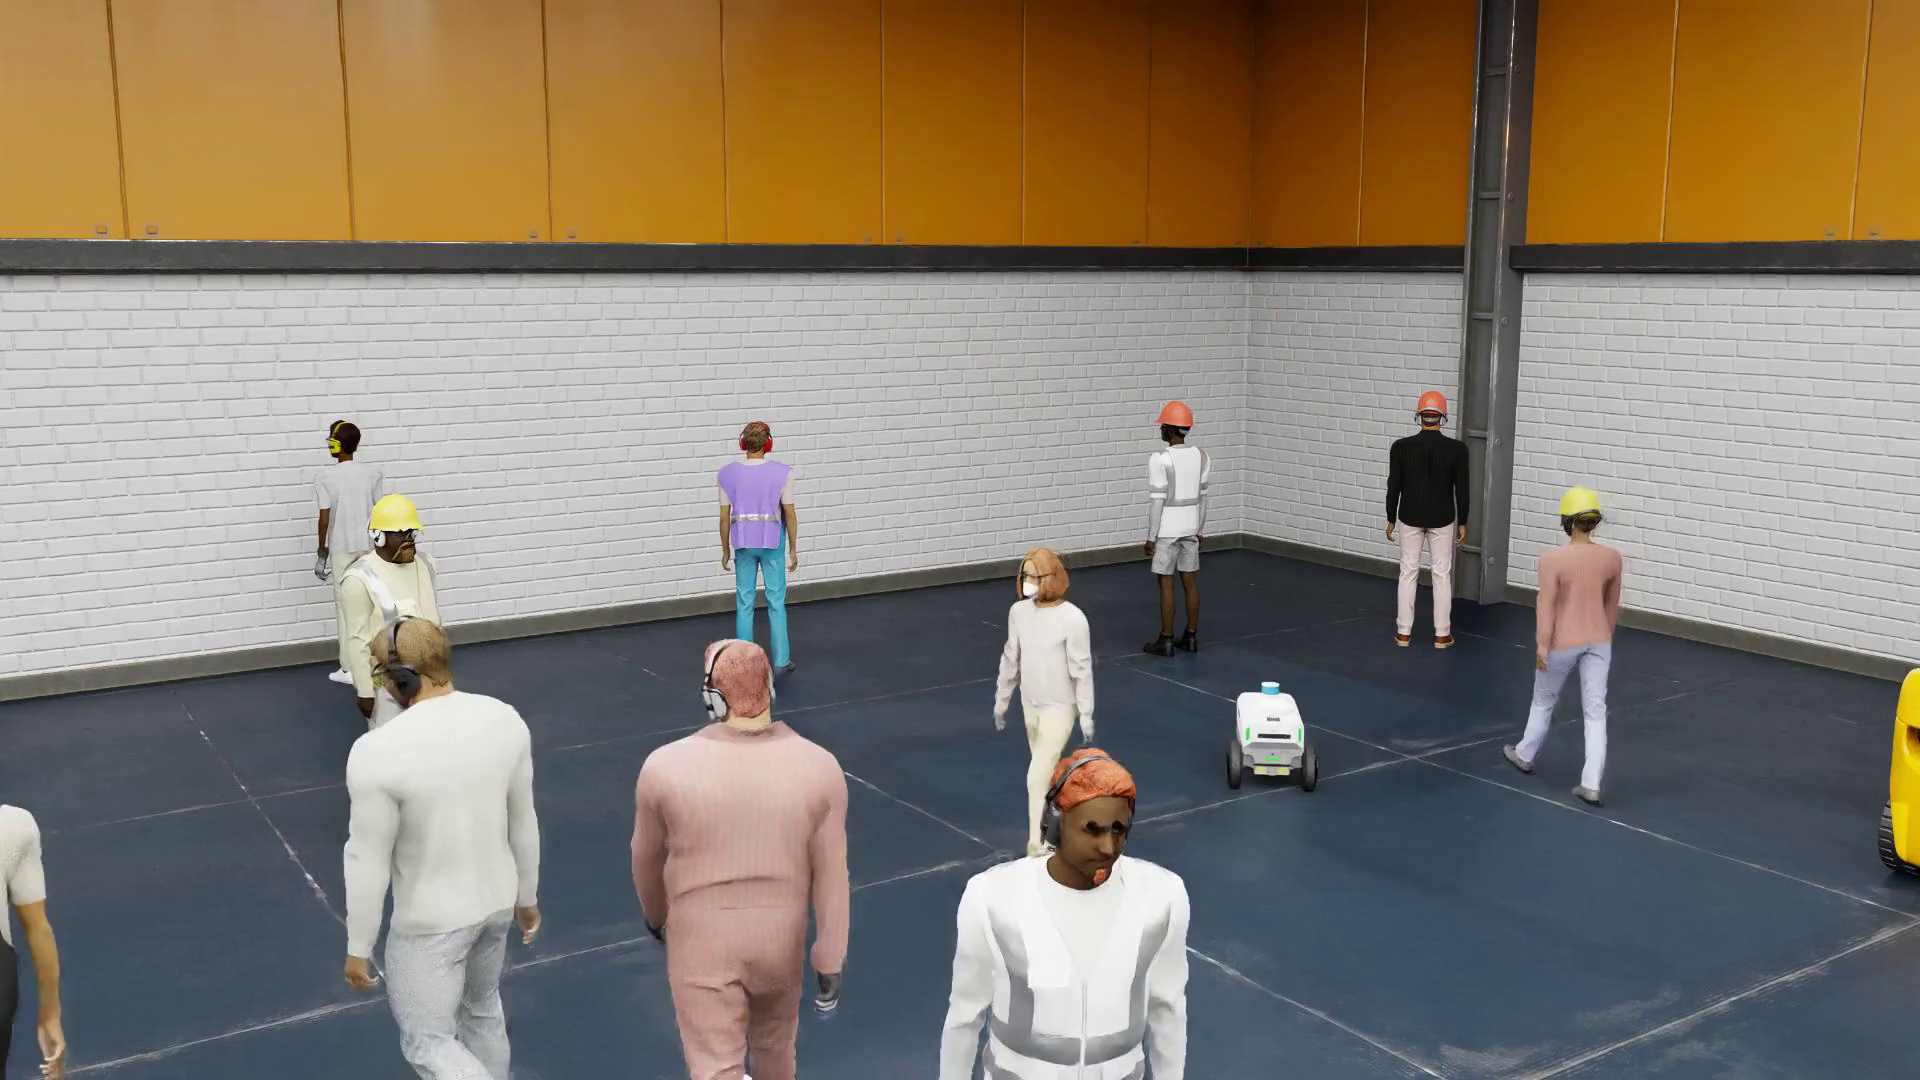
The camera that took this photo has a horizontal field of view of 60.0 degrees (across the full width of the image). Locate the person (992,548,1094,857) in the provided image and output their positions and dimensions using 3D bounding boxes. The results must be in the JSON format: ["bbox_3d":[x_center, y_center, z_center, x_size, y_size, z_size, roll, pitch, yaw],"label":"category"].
[{"bbox_3d":[0.344,0.844,7.980,0.644,1.609,0.532,-8,12,-39],"label":"person"}]

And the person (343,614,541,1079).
[{"bbox_3d":[-1.507,1.178,5.132,0.726,1.909,0.659,6,11,31],"label":"person"}]

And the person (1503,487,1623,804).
[{"bbox_3d":[3.424,0.559,9.373,0.543,1.720,0.888,-1,10,-9],"label":"person"}]

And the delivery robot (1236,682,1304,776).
[{"bbox_3d":[1.783,1.063,9.587,0.477,0.478,0.707,1,10,6],"label":"delivery robot"}]

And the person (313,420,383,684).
[{"bbox_3d":[-4.326,0.084,11.808,0.533,1.872,0.315,-9,13,-43],"label":"person"}]

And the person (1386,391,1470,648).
[{"bbox_3d":[3.621,-0.156,12.890,0.624,1.990,0.396,3,10,18],"label":"person"}]

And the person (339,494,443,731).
[{"bbox_3d":[-2.840,0.668,8.449,0.403,1.825,0.591,4,10,24],"label":"person"}]

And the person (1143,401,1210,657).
[{"bbox_3d":[1.626,-0.085,12.613,0.552,1.942,0.343,-6,11,-32],"label":"person"}]

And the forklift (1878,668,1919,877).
[{"bbox_3d":[5.511,0.571,7.906,2.313,2.155,1.214,-6,11,-33],"label":"forklift"}]

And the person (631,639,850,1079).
[{"bbox_3d":[-0.691,1.208,5.174,0.629,1.835,1.055,-3,10,-17],"label":"person"}]

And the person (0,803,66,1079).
[{"bbox_3d":[-2.824,1.320,4.620,0.997,1.784,0.496,8,12,38],"label":"person"}]

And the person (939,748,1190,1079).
[{"bbox_3d":[0.239,1.369,4.210,0.609,1.845,0.889,-2,10,-13],"label":"person"}]

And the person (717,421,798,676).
[{"bbox_3d":[-1.452,0.071,11.961,0.563,1.847,0.388,0,9,2],"label":"person"}]
